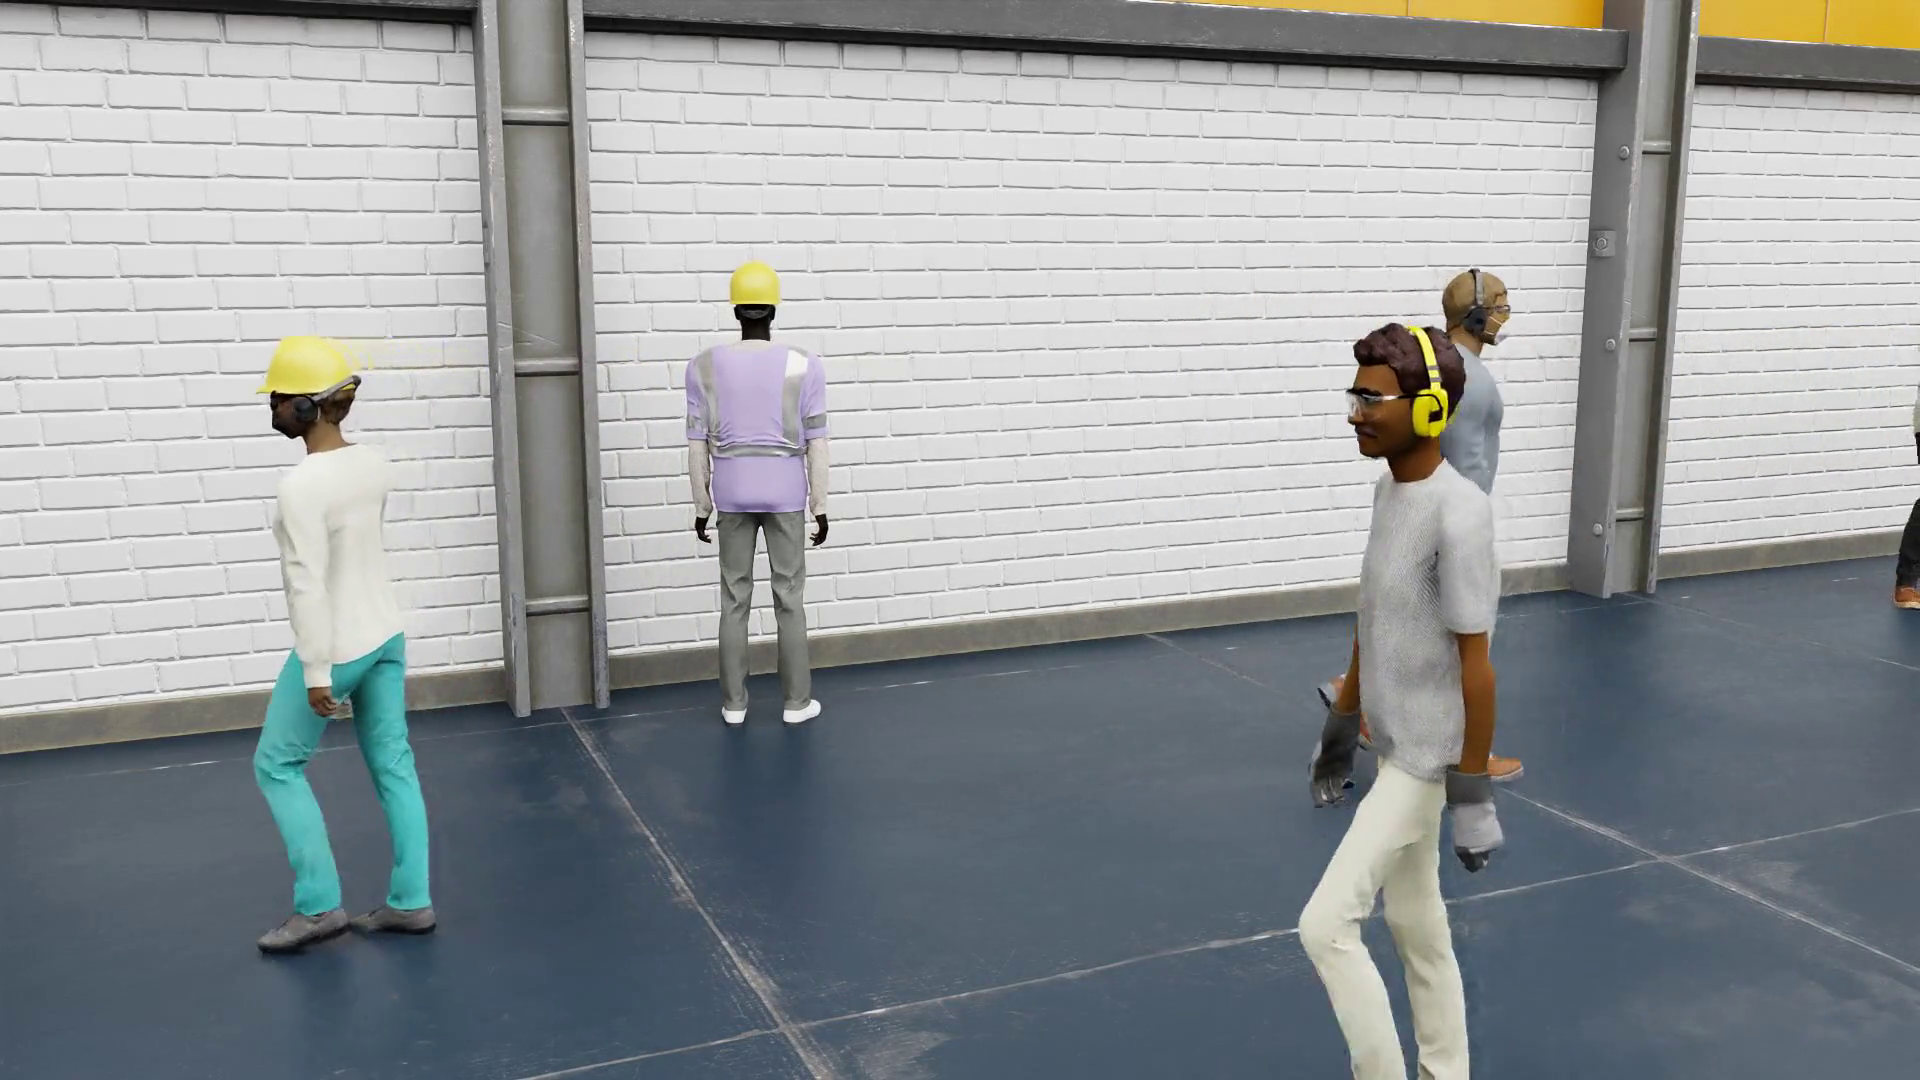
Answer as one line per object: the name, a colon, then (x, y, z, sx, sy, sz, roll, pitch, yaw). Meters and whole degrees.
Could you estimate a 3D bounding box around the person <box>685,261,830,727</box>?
person: (-0.826, -0.176, 6.877, 0.590, 1.930, 0.359, 0, 10, 2)

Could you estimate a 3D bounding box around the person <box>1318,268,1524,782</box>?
person: (1.762, -0.043, 6.175, 0.663, 1.921, 0.643, 1, 10, 5)

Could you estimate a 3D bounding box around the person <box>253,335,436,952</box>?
person: (-1.797, 0.300, 4.728, 0.587, 1.750, 0.523, 2, 10, 11)

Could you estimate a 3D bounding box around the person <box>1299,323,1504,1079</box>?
person: (0.900, 0.467, 3.565, 0.589, 1.850, 0.513, 1, 10, 3)

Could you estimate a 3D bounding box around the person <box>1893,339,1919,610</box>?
person: (5.463, -0.587, 9.134, 0.746, 1.945, 0.385, -8, 13, -38)
